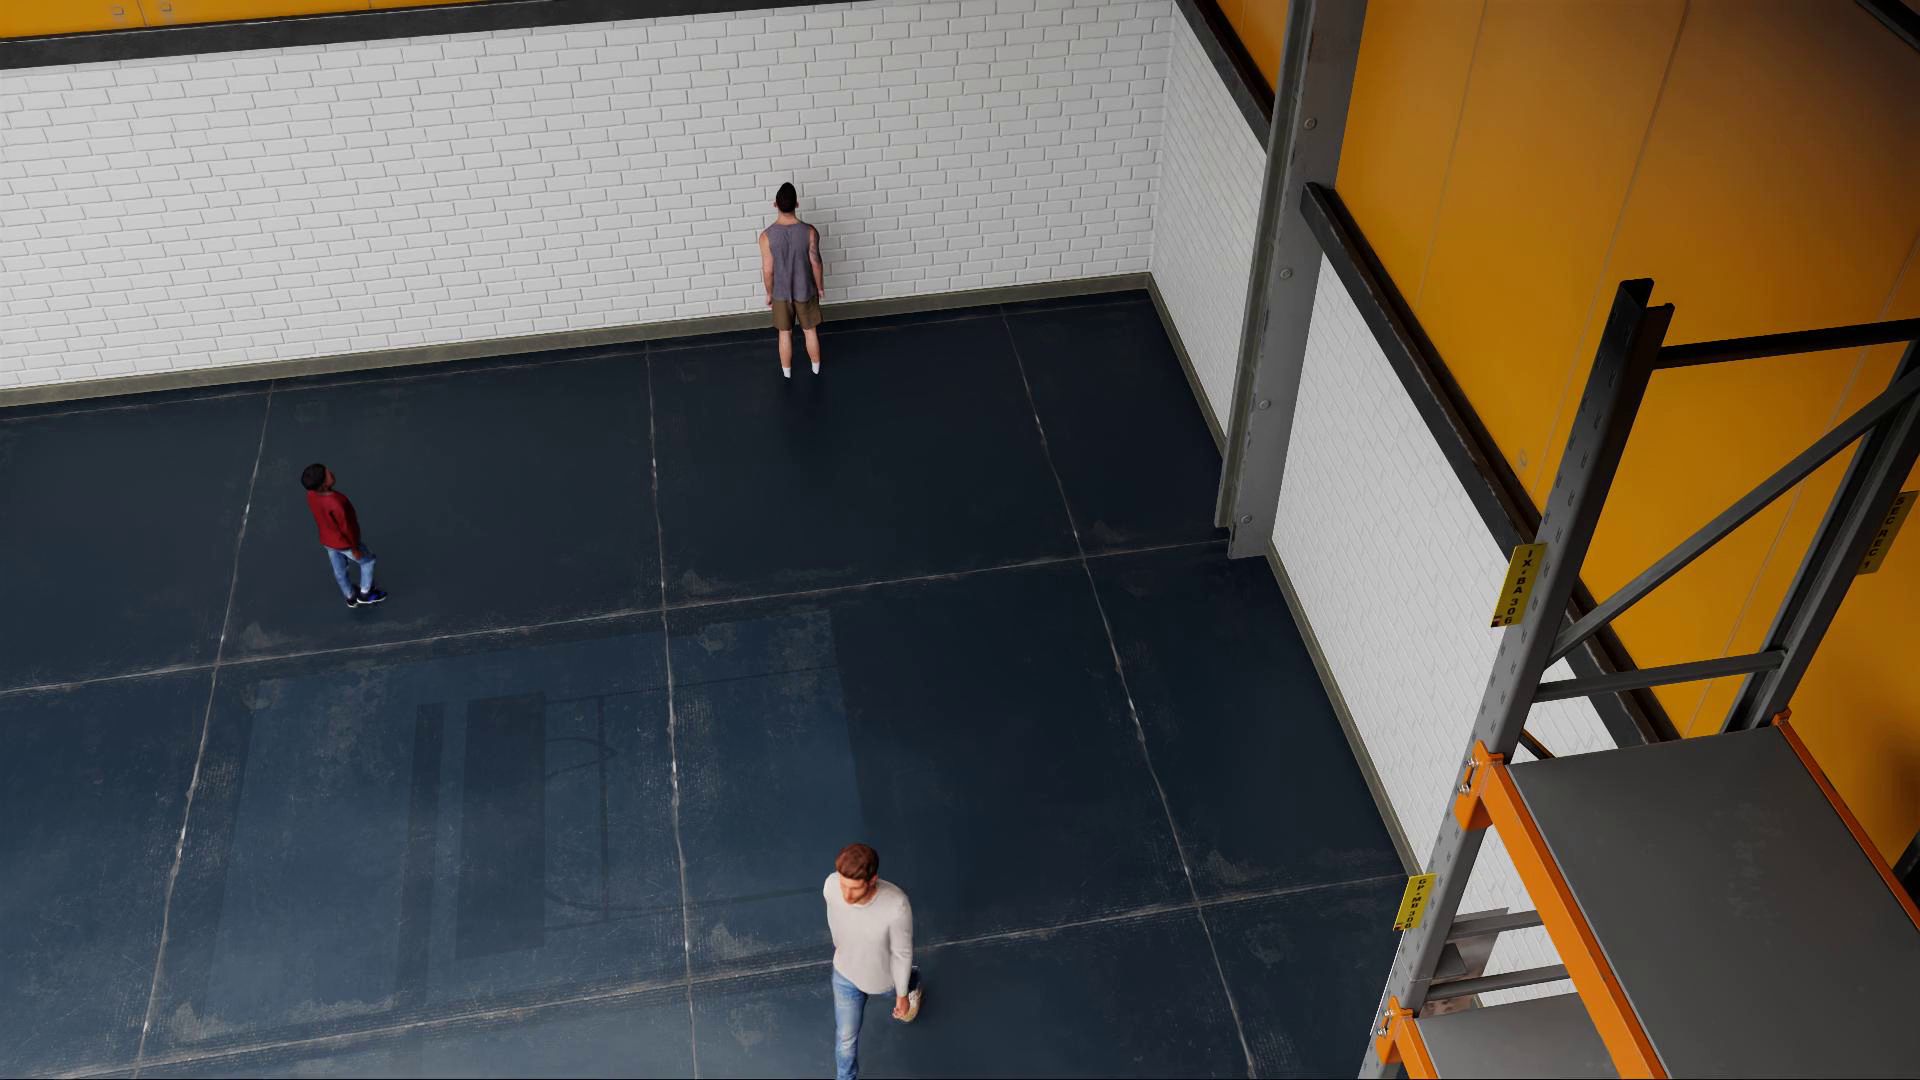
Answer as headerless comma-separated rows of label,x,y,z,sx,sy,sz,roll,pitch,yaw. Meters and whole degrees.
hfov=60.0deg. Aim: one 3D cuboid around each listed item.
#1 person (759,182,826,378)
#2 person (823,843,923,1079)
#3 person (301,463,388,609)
person,-1.309,-1.974,13.043,0.625,1.844,0.551,-8,44,-8
person,-0.407,2.118,8.539,1.028,1.862,1.304,12,45,12
person,-4.217,0.012,11.194,0.589,1.250,0.640,23,48,22
